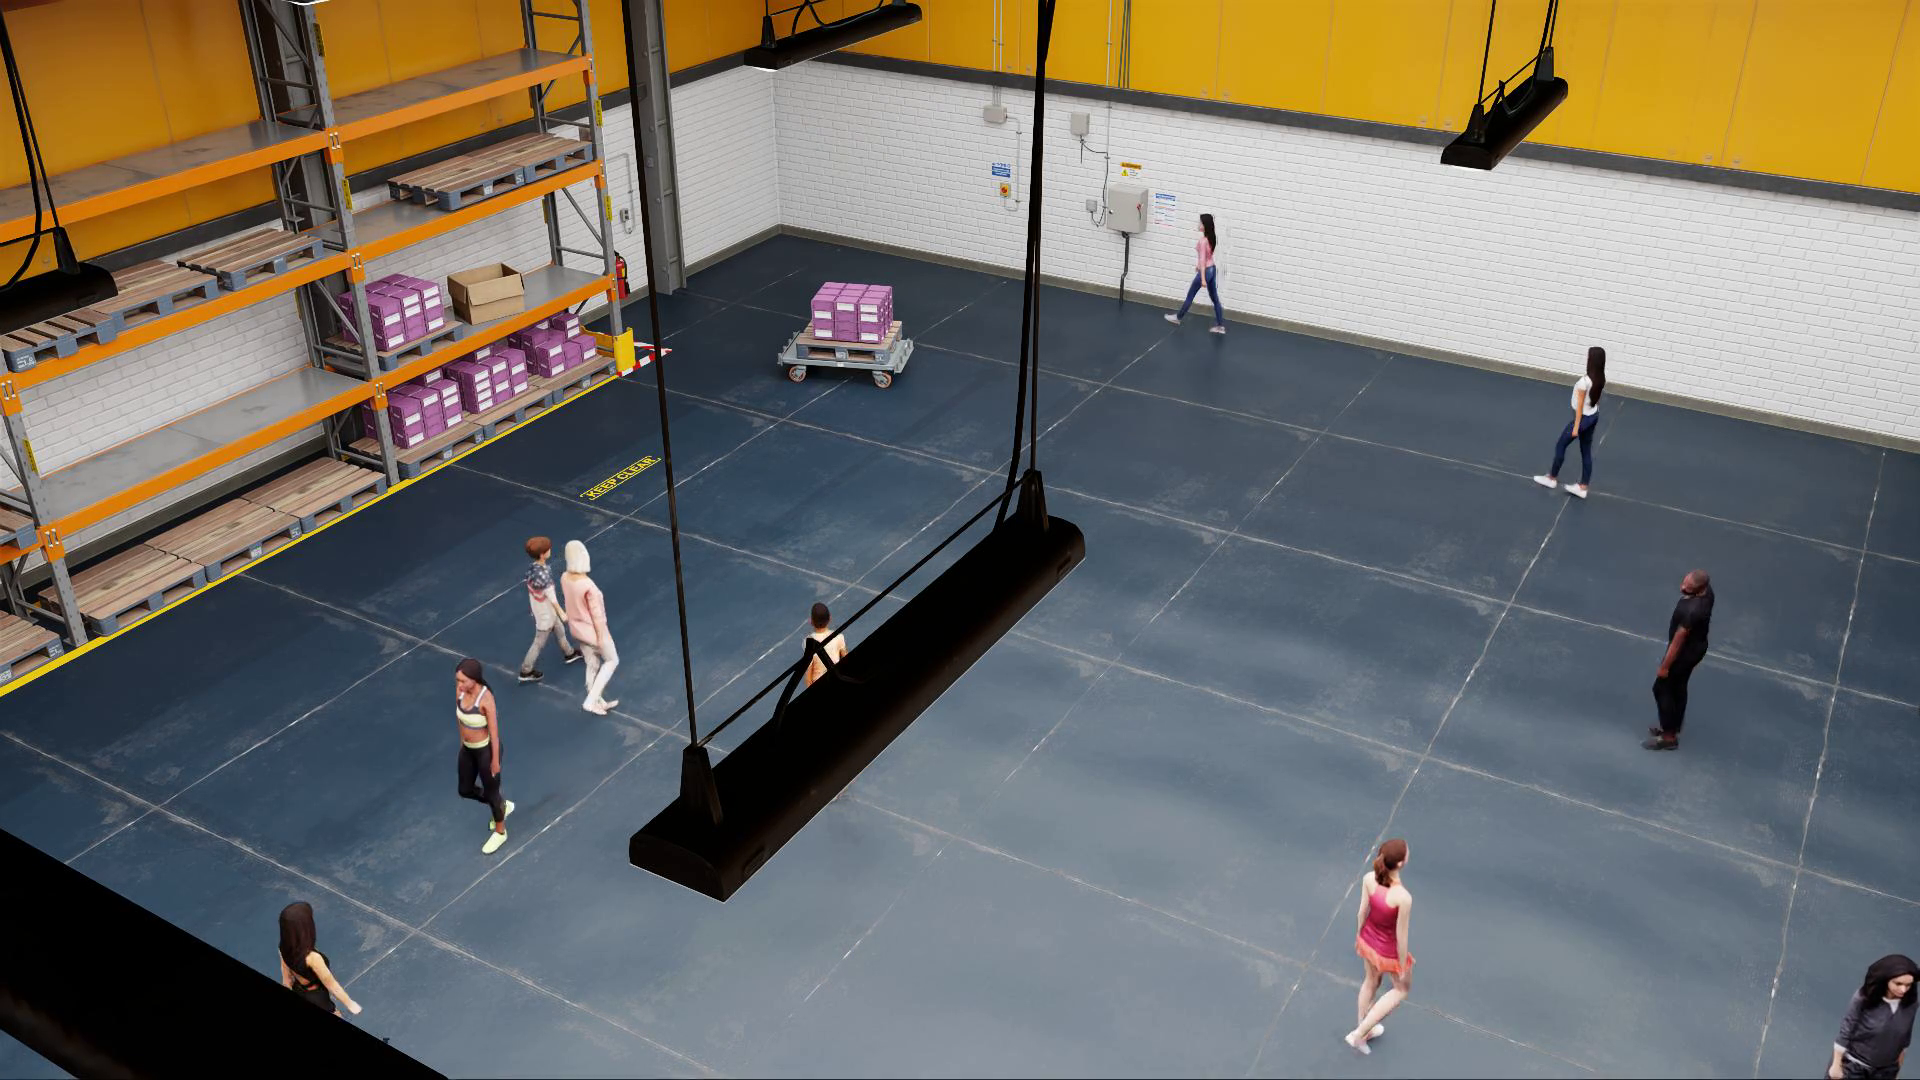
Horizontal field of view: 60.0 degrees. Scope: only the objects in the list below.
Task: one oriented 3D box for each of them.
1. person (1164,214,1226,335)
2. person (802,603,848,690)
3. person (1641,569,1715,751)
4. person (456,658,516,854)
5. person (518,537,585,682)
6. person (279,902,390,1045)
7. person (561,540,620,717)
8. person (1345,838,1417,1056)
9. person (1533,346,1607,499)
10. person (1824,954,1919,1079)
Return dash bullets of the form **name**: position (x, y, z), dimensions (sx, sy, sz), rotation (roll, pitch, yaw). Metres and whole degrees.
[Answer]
- **person**: position (3.437, -3.631, 22.832), dimensions (0.732, 1.701, 1.035), rotation (18, 33, 29)
- **person**: position (-1.119, 1.245, 14.175), dimensions (0.911, 1.432, 0.990), rotation (-6, 29, -10)
- **person**: position (6.205, 0.979, 14.291), dimensions (0.550, 1.786, 0.779), rotation (-19, 34, -31)
- **person**: position (-3.709, 1.638, 13.127), dimensions (0.604, 1.746, 0.656), rotation (18, 33, 29)
- **person**: position (-3.877, 0.657, 15.275), dimensions (1.024, 1.409, 0.819), rotation (-17, 33, -28)
- **person**: position (-4.210, 3.068, 10.642), dimensions (0.670, 1.613, 1.020), rotation (22, 36, 35)
- **person**: position (-3.347, 0.832, 14.654), dimensions (0.632, 1.697, 0.677), rotation (22, 35, 34)
- **person**: position (2.761, 2.755, 11.084), dimensions (0.808, 1.742, 0.716), rotation (-20, 34, -32)
- **person**: position (6.999, -1.274, 18.453), dimensions (0.878, 1.757, 0.855), rotation (-22, 36, -35)
- **person**: position (5.557, 3.208, 10.239), dimensions (0.670, 1.754, 0.673), rotation (0, 29, 1)
